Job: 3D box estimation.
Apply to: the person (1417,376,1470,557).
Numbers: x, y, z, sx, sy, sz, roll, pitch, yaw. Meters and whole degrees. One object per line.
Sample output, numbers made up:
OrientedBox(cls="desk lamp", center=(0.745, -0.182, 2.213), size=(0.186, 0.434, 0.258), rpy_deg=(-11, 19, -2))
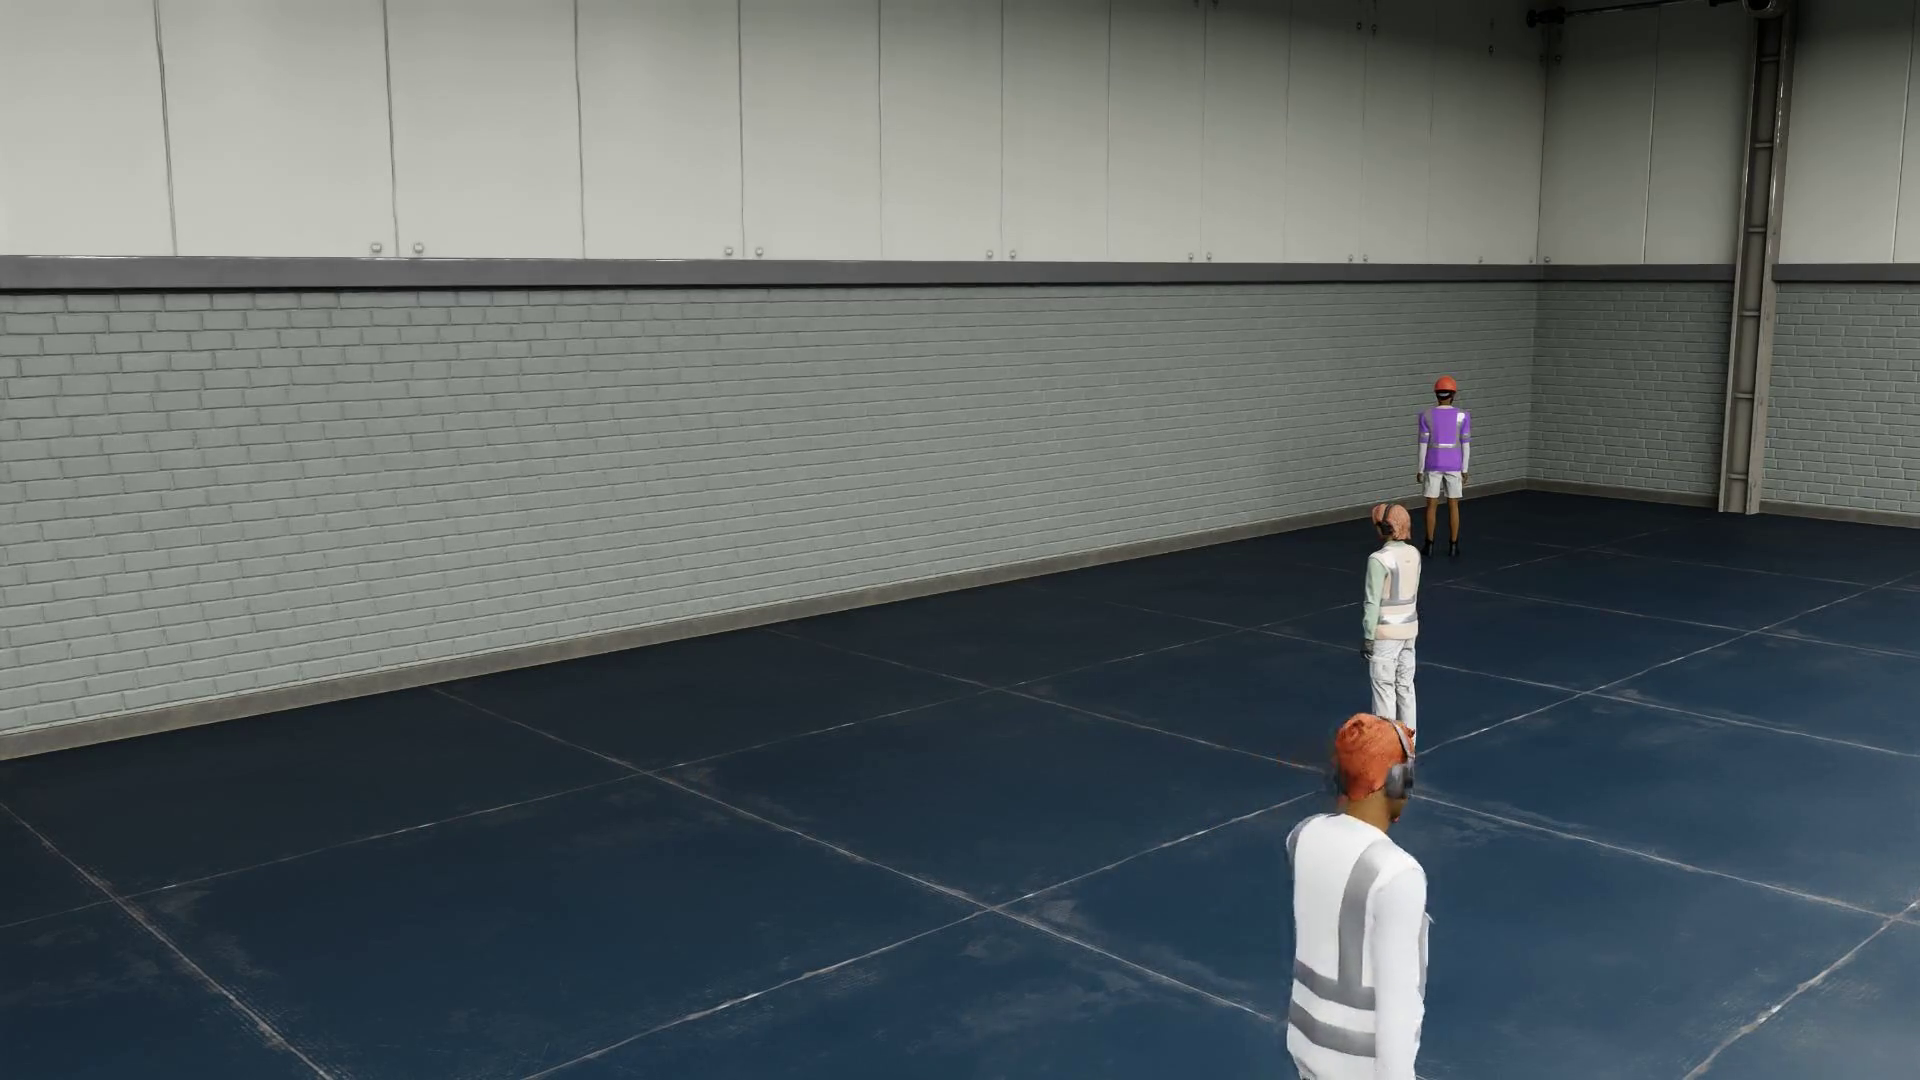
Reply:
OrientedBox(cls="person", center=(5.157, -0.782, 17.772), size=(0.543, 1.928, 0.374), rpy_deg=(2, 9, 13))

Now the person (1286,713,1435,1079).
OrientedBox(cls="person", center=(1.096, 1.396, 4.468), size=(0.412, 1.858, 0.641), rpy_deg=(-3, 10, -17))

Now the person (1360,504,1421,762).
OrientedBox(cls="person", center=(2.641, 0.589, 10.193), size=(0.316, 1.629, 0.509), rpy_deg=(9, 13, 44))
